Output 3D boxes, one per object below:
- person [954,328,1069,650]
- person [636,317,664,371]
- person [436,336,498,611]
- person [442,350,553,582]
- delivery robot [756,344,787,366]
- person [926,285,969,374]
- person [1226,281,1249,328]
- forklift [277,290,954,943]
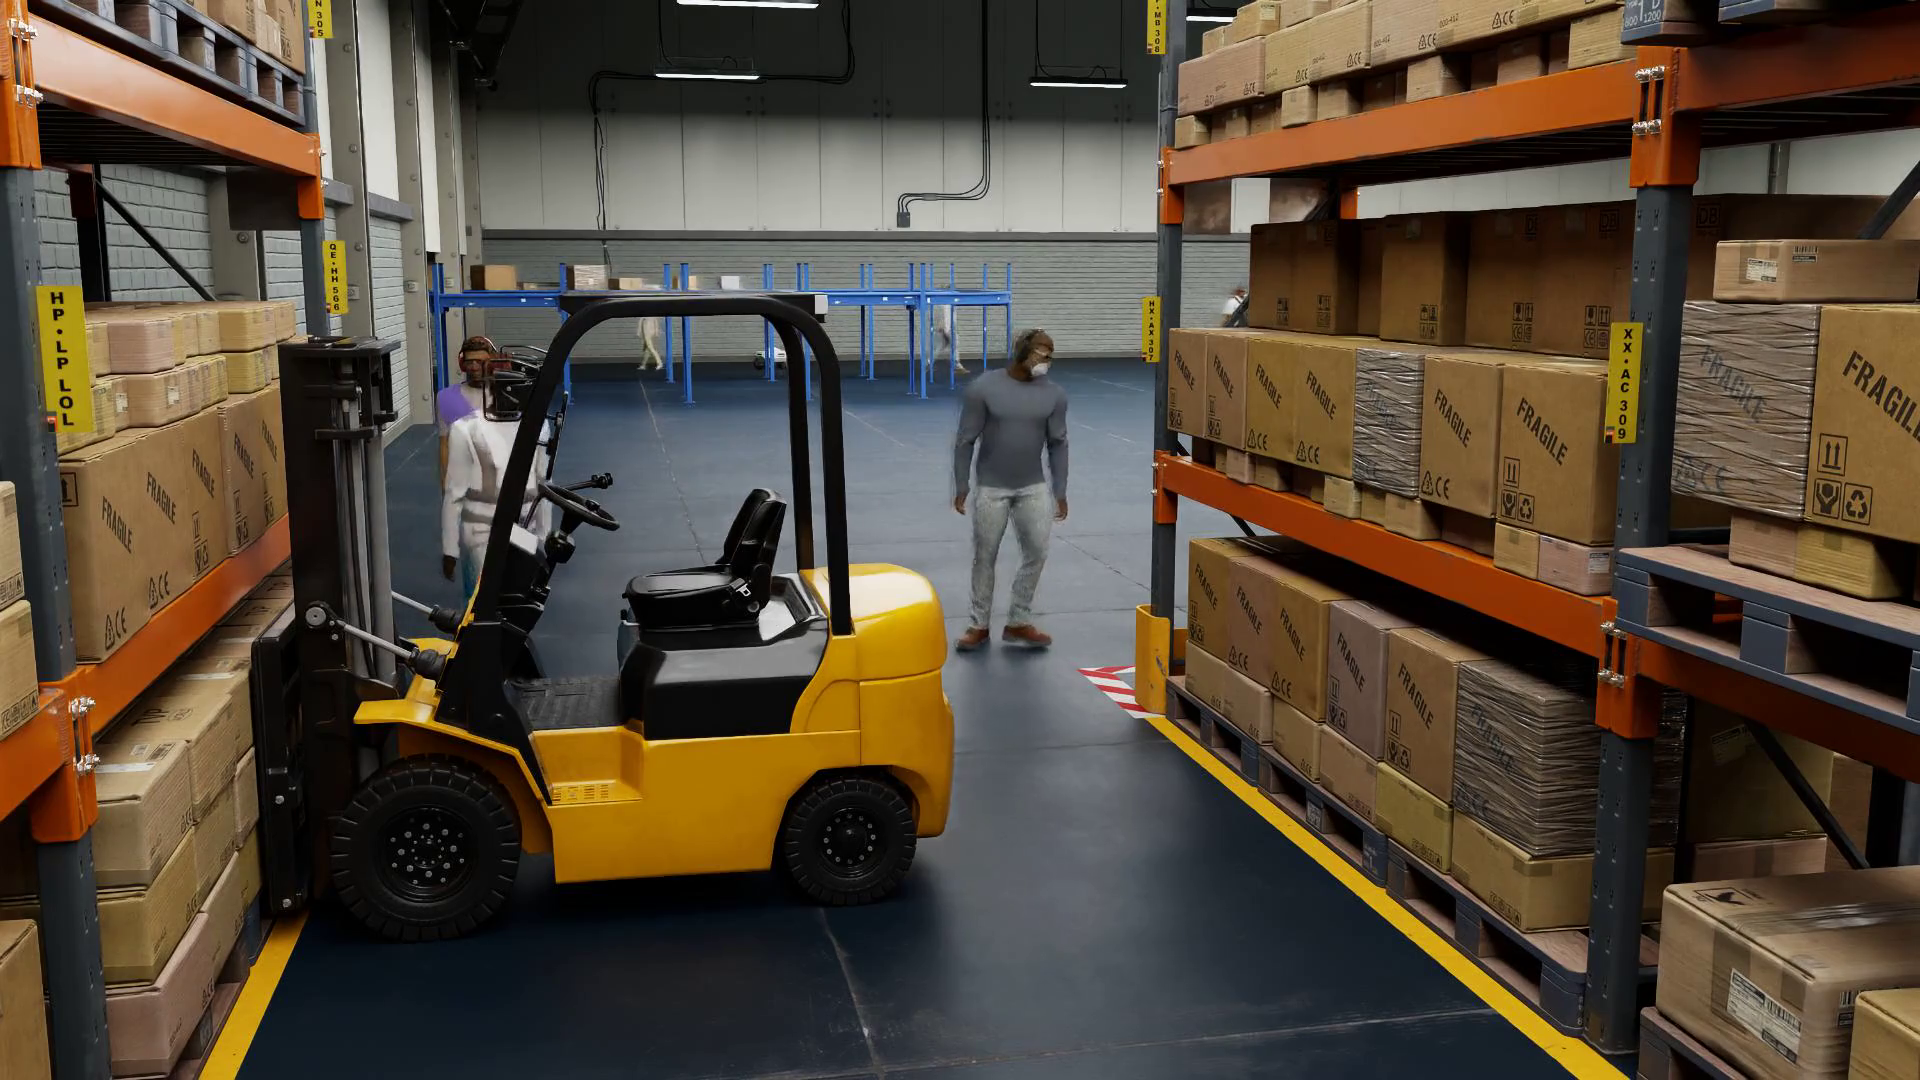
[{"bbox_3d":[0.291,-0.294,9.802,0.692,1.900,0.435,-3,10,-15],"label":"person"},{"bbox_3d":[-6.771,-4.499,36.317,0.812,1.602,0.505,5,11,28],"label":"person"},{"bbox_3d":[-2.862,-0.311,10.074,0.564,1.838,0.376,-1,9,-7],"label":"person"},{"bbox_3d":[-2.353,-0.029,8.309,0.740,1.854,0.626,7,11,35],"label":"person"},{"bbox_3d":[-4.156,-4.095,36.867,0.707,0.478,0.477,-8,13,-41],"label":"delivery robot"},{"bbox_3d":[-0.295,-4.481,35.323,0.918,1.898,0.664,0,9,-2],"label":"person"},{"bbox_3d":[5.590,-4.277,33.749,1.008,2.000,0.682,6,11,32],"label":"person"},{"bbox_3d":[-1.179,0.175,6.143,2.313,2.155,1.214,-2,10,-12],"label":"forklift"}]
